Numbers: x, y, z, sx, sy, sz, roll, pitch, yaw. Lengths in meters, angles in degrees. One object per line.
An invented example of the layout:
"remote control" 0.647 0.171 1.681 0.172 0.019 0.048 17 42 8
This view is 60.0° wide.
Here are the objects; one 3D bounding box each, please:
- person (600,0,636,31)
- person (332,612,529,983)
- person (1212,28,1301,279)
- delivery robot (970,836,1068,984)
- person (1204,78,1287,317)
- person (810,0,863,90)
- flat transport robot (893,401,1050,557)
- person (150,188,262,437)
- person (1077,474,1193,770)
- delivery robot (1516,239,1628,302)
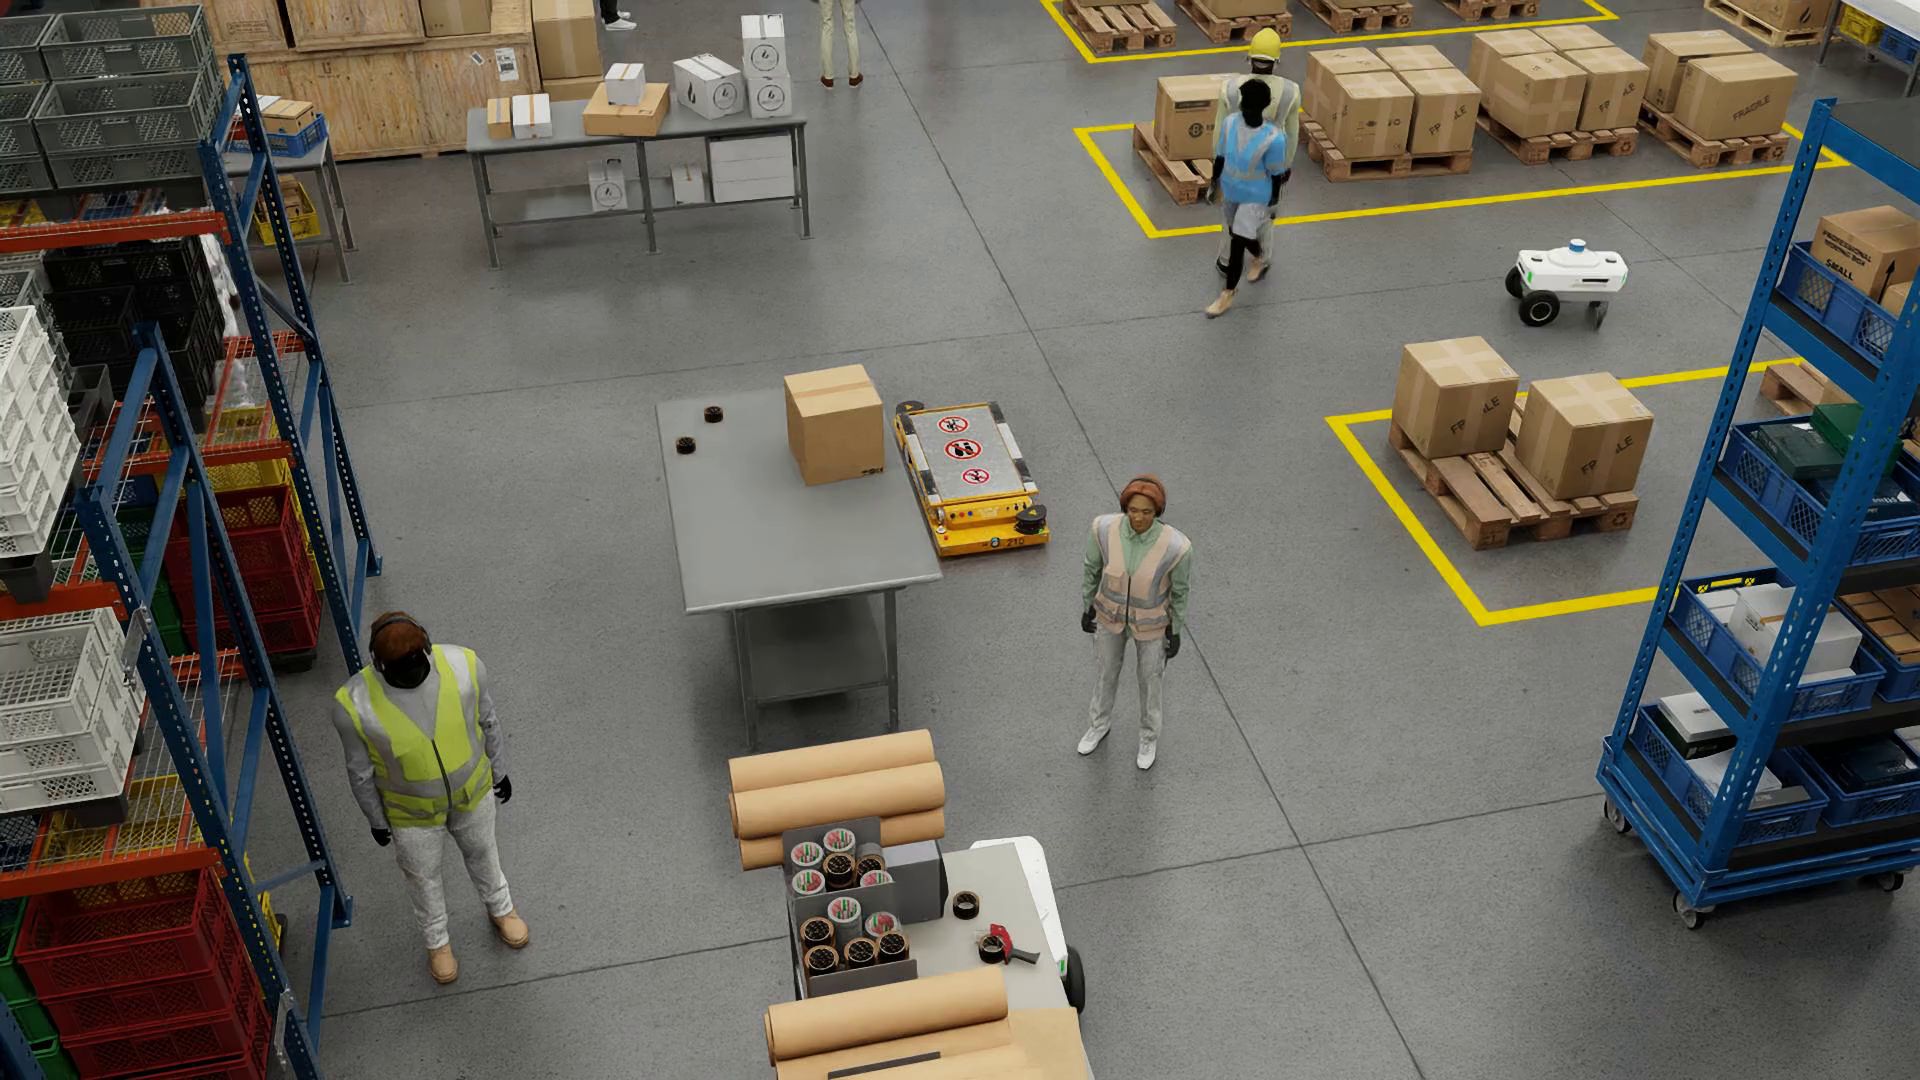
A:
"person" -3.433 -5.942 16.155 0.384 1.912 0.586 -12 38 -15
"person" -2.141 1.040 6.827 0.625 1.844 0.429 -22 42 -27
"person" 2.101 -2.751 11.928 0.593 1.832 0.403 5 37 7
"delivery robot" 0.235 1.591 7.081 0.477 0.478 0.707 -5 37 -6
"person" 2.031 -2.455 11.663 0.804 1.661 0.528 -27 45 -32
"person" -1.112 -4.982 14.894 0.513 1.875 0.328 -3 37 -4
"flat transport robot" 0.046 -0.430 10.108 0.652 0.197 1.431 -8 37 -10
"person" -4.600 -1.446 10.136 0.446 1.875 0.611 0 37 0
"person" 0.817 0.383 7.872 0.519 1.645 0.307 13 39 17
"delivery robot" 4.319 -1.890 11.759 0.707 0.478 0.477 1 37 2
